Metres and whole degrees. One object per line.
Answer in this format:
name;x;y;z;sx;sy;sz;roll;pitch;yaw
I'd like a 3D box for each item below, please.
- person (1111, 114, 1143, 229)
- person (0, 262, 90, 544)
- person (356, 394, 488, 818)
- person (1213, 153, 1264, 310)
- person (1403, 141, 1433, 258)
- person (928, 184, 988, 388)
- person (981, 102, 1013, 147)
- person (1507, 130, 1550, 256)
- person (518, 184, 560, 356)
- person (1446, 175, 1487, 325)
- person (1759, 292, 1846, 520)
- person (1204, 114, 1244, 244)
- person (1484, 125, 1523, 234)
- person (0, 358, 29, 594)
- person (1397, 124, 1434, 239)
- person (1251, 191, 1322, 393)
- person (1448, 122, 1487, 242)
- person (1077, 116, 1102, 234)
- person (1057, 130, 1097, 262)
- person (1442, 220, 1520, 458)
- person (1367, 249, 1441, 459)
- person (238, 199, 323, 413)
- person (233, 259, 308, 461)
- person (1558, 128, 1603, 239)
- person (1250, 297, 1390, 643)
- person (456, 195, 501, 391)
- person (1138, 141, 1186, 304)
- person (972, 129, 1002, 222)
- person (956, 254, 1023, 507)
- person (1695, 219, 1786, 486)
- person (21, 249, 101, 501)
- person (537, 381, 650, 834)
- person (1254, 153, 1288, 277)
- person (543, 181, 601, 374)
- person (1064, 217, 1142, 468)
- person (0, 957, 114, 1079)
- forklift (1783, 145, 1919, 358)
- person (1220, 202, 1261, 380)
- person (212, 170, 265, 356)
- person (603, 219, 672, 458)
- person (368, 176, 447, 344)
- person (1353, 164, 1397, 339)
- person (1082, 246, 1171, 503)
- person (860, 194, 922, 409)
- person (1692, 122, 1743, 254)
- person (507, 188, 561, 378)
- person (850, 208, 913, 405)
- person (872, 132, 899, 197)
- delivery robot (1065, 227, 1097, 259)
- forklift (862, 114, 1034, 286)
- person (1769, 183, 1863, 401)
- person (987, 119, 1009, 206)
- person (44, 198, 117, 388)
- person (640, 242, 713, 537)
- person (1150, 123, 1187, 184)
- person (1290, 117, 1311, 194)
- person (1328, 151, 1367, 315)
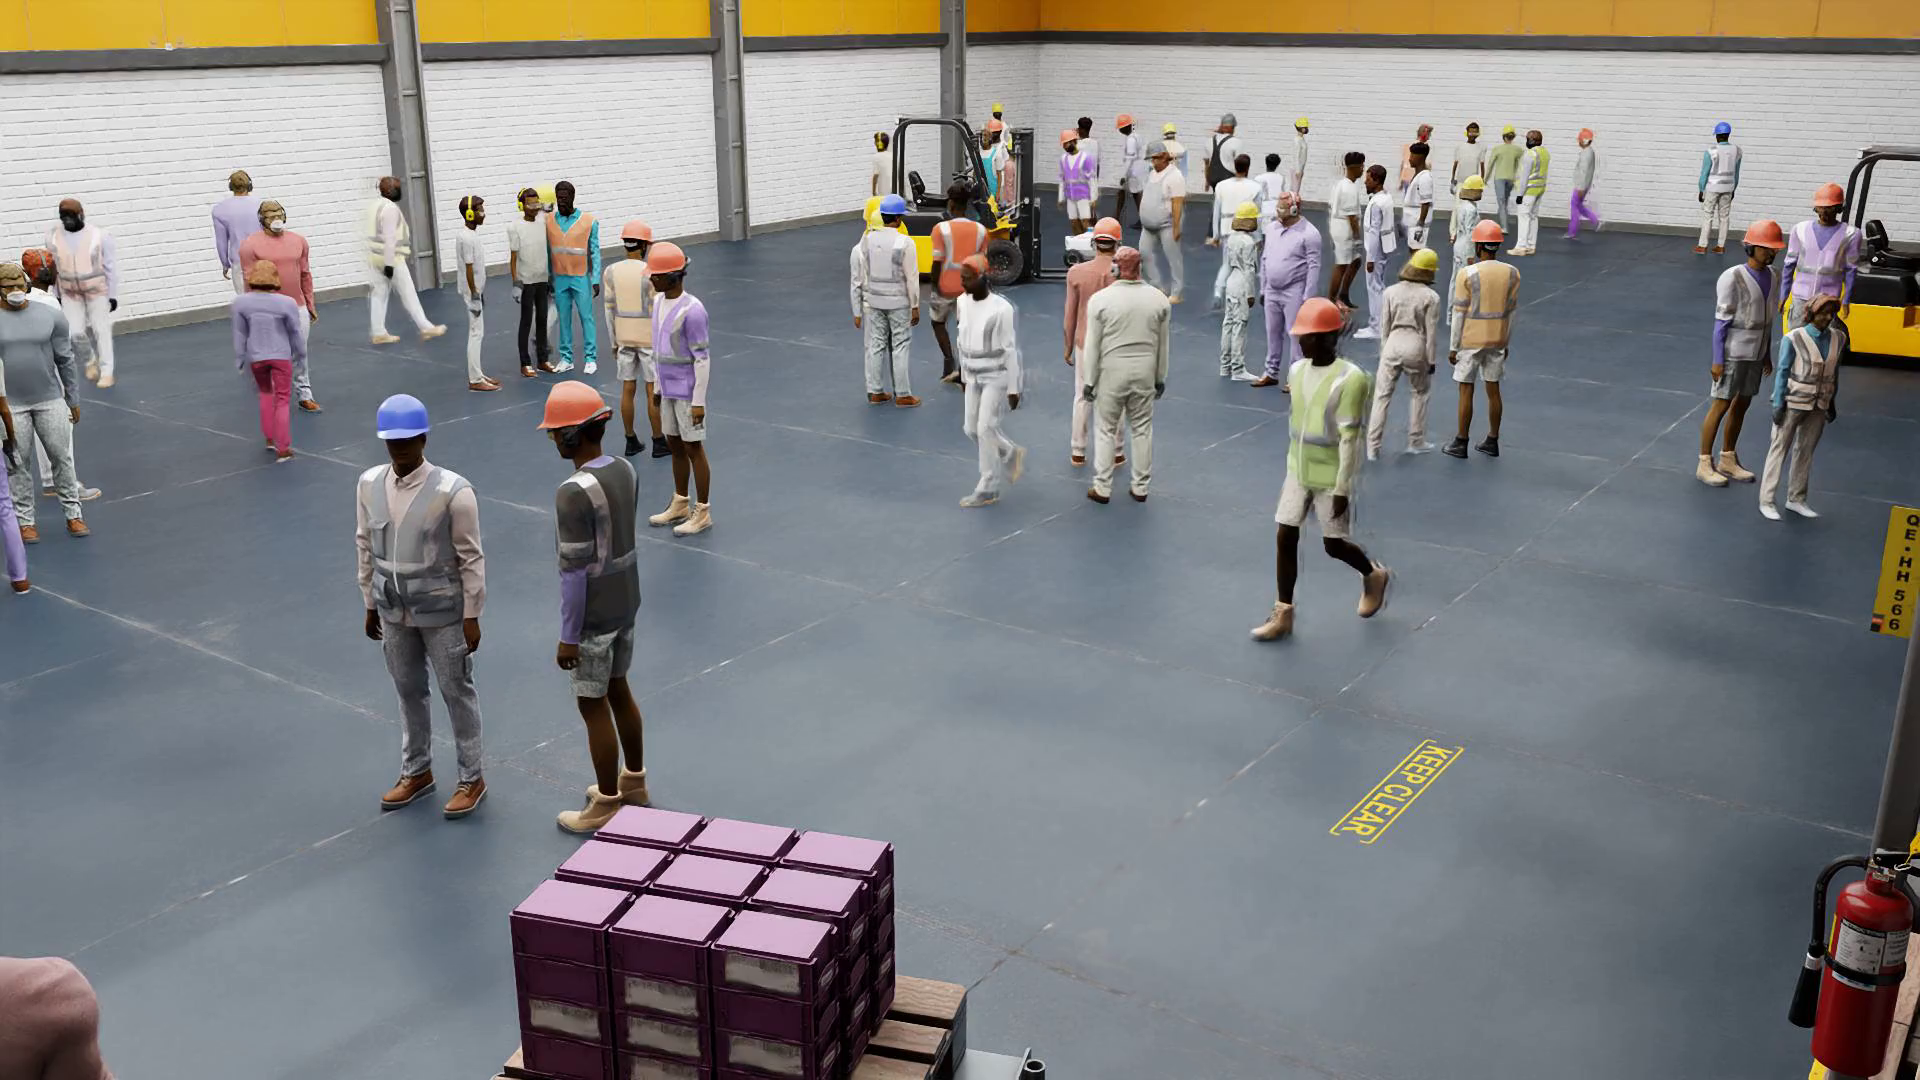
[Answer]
person;2.731;-6.088;27.561;0.892;1.875;0.624;1;18;2
person;-6.351;-0.937;11.370;0.630;1.932;0.357;-11;21;-31
person;-2.414;0.298;7.469;0.614;1.949;0.375;5;18;16
person;3.318;-3.663;19.942;0.586;1.900;0.464;11;21;31
person;5.739;-4.004;20.900;0.362;1.963;0.614;2;18;6
person;-0.031;-2.434;16.024;0.633;1.941;0.429;-9;20;-25
person;0.666;-7.009;30.399;0.596;1.911;0.428;0;18;1
person;8.486;-5.165;24.762;0.429;1.830;0.636;17;24;42
person;-4.365;-2.801;17.392;0.656;1.807;0.504;7;19;21
person;5.805;-3.290;19.030;0.296;1.744;0.488;1;18;3
person;6.030;-0.953;11.889;0.523;1.636;0.310;-4;18;-13
person;4.187;-5.677;26.014;1.036;2.000;0.692;-12;21;-33
person;8.886;-5.909;27.264;0.534;1.717;0.924;-3;18;-9
person;-6.087;-0.543;10.251;0.508;1.862;0.326;-11;21;-31
person;7.160;-5.644;26.273;0.682;1.817;0.585;-16;24;-40
person;3.102;-2.361;15.868;0.399;1.903;0.644;-14;22;-37
person;7.944;-5.592;26.048;0.519;1.860;0.322;4;18;13
person;1.914;-5.511;25.614;0.614;1.964;0.361;-16;24;-41
person;1.675;-4.949;23.979;0.598;1.889;0.488;14;23;38
person;4.229;-1.628;13.541;0.542;1.928;0.399;-4;18;-12
person;3.642;-1.505;13.509;0.495;1.695;0.620;12;21;34
person;-6.063;-2.069;14.892;0.367;1.939;0.634;15;23;40
person;-5.582;-1.467;13.522;0.539;1.613;0.501;-2;18;-5
person;9.905;-5.640;26.375;0.556;1.739;0.577;10;20;27
person;2.130;-0.412;9.609;0.895;2.011;0.609;-12;21;-33
person;-4.633;-2.355;15.919;0.325;1.862;0.511;-4;18;-14
person;2.506;-3.943;20.590;0.645;2.000;0.770;-9;20;-26
person;0.392;-5.226;24.931;0.504;1.840;0.345;11;21;32
person;0.251;-1.198;12.286;0.630;1.865;0.608;-15;23;-38
person;6.007;-1.424;12.708;0.613;2.041;0.393;-9;20;-25
person;-6.724;-1.207;12.304;0.579;1.878;0.352;13;22;36
person;-1.618;0.303;7.338;0.410;2.029;0.612;4;18;11
person;4.265;-4.460;22.847;0.554;1.661;0.711;-9;20;-25
person;-3.891;-2.632;16.685;0.596;1.918;0.382;3;18;8
person;1.135;-1.567;13.255;0.616;1.983;0.392;2;18;7
person;-2.157;1.527;3.669;0.633;1.932;0.363;-4;18;-13
forklift;9.803;-2.879;17.013;2.313;2.155;1.214;12;21;33
person;2.787;-2.455;16.416;0.301;1.745;0.483;-5;18;-15
person;-7.479;-2.915;17.539;0.627;1.941;0.371;-4;18;-13
person;-2.599;-1.630;13.539;0.547;1.927;0.388;6;19;19
person;-6.132;-3.067;18.247;0.884;1.803;0.651;-12;21;-33
person;4.627;-3.189;18.452;0.391;1.911;0.590;7;19;22
person;1.223;-1.212;12.319;0.652;1.884;0.417;-5;18;-14
person;-0.624;-2.172;15.200;0.617;1.946;0.396;11;21;31
person;11.301;-5.239;24.814;0.605;1.939;0.416;-2;18;-6
person;-4.235;-2.561;16.546;0.313;1.869;0.528;13;22;35
person;-0.706;-2.157;15.365;0.602;1.821;0.403;-7;19;-20
person;-1.043;-5.019;24.287;0.576;1.842;0.583;-13;22;-34
delivery robot;1.852;-4.199;23.642;0.707;0.478;0.477;1;18;4
forklift;-0.171;-4.594;22.377;2.313;2.155;1.214;1;18;3
person;7.860;-2.247;15.280;0.615;2.040;0.391;12;21;34
person;0.545;-5.503;25.639;0.378;1.932;0.551;-16;24;-41
person;-8.432;-2.378;16.032;0.633;1.830;0.438;-4;18;-12
person;-1.960;-1.035;11.501;0.394;2.038;0.605;-13;22;-36
person;3.343;-5.776;26.753;0.610;1.779;0.655;4;18;12
person;5.839;-6.371;28.628;0.316;1.769;0.524;6;19;18
person;4.664;-3.635;19.787;0.581;1.948;0.604;2;18;6
